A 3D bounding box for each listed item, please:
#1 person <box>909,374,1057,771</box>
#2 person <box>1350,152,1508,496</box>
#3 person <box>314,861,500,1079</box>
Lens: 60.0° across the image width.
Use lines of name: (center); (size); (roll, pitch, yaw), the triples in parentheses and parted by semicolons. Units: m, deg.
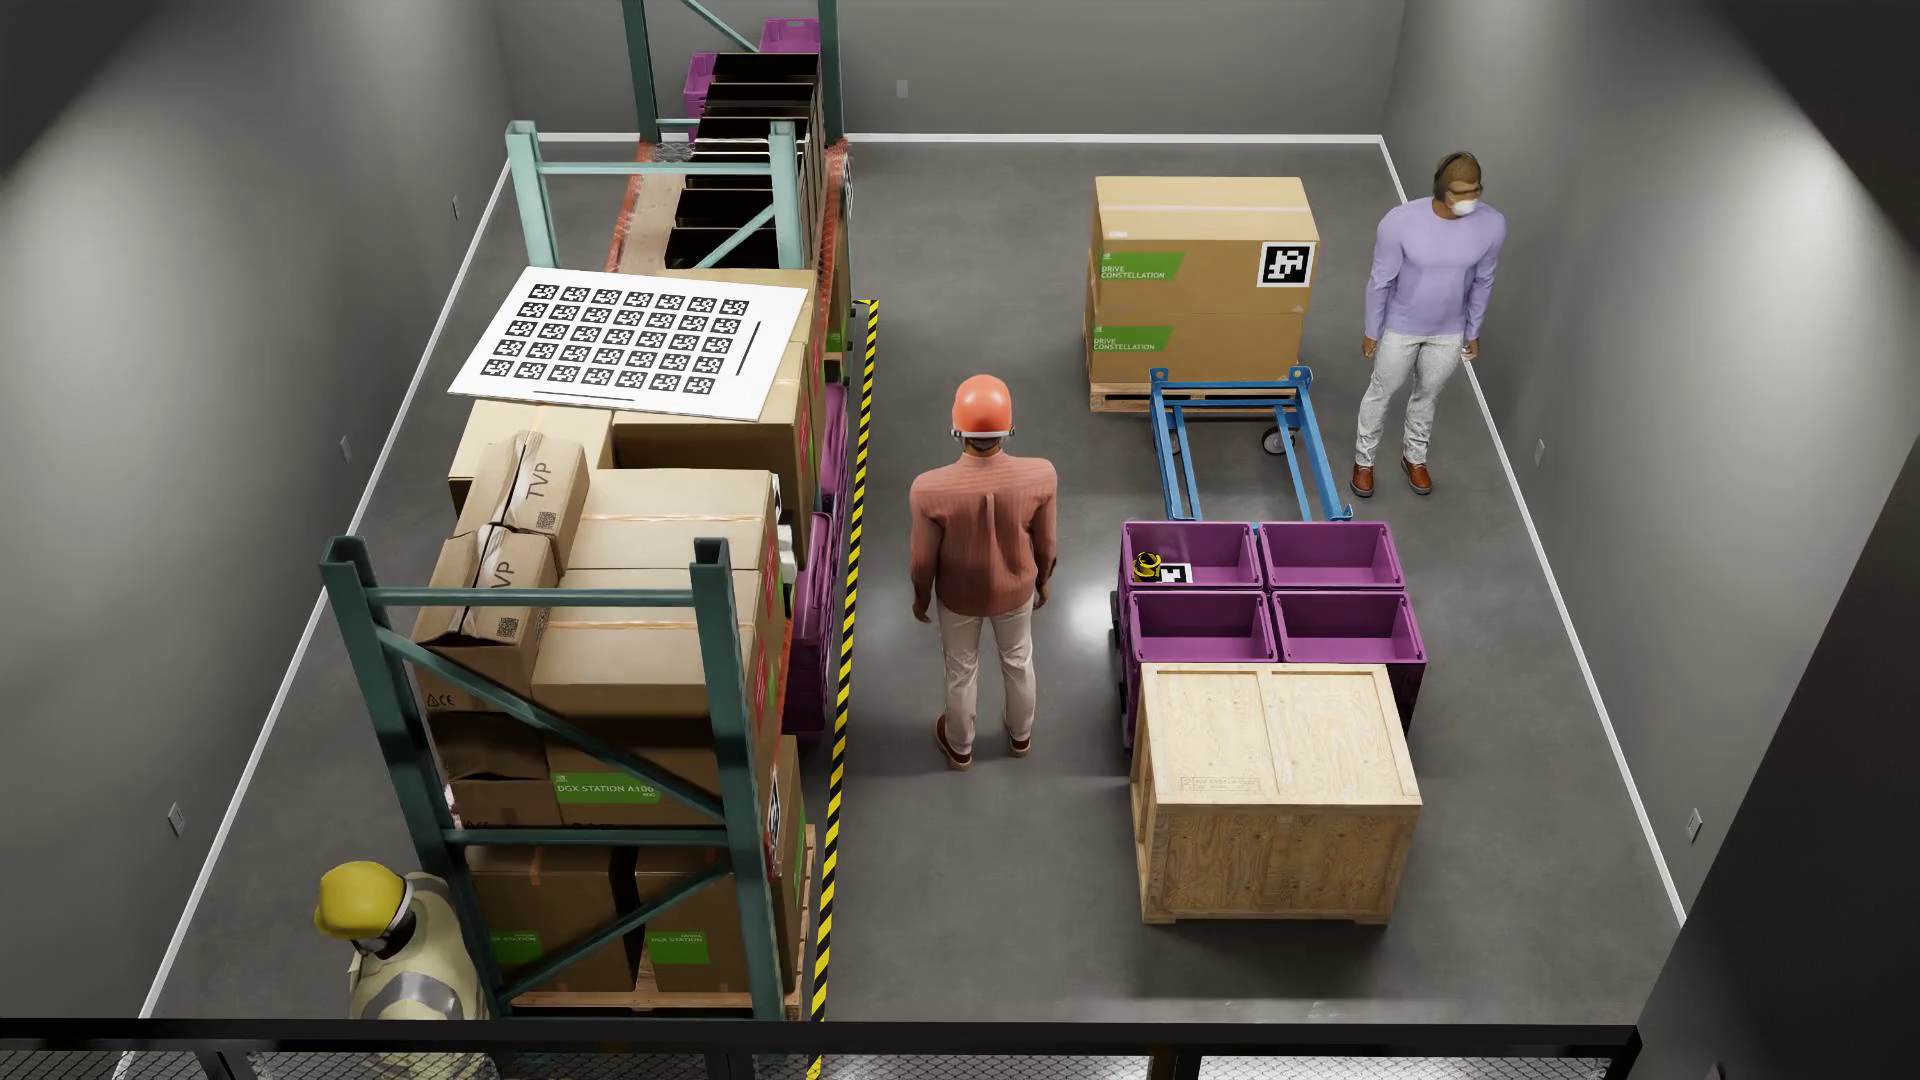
person: (0.090, 0.168, 6.879); (0.612, 1.995, 0.392); (-8, 42, -9)
person: (2.319, -1.062, 8.325); (0.630, 1.940, 0.371); (-1, 41, -2)
person: (-1.708, 1.625, 5.348); (0.403, 1.822, 0.588); (-8, 42, -9)
